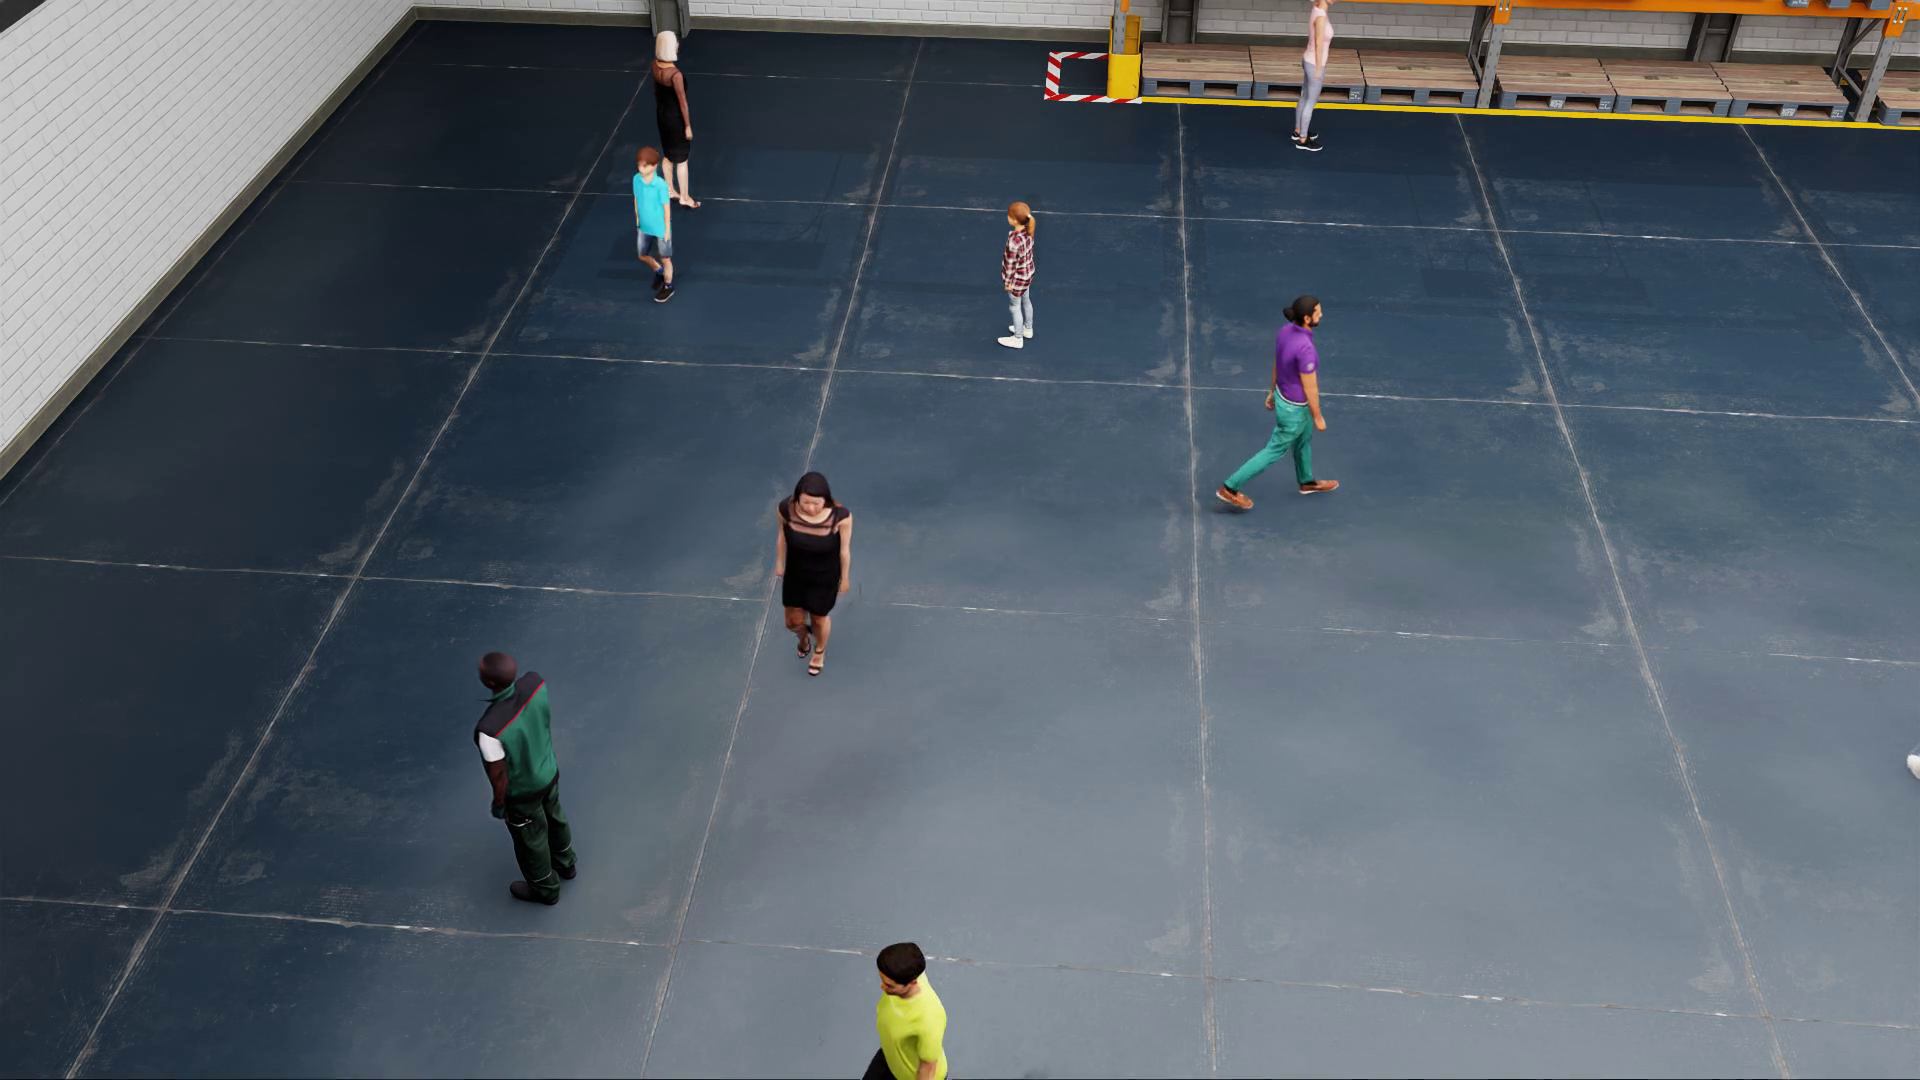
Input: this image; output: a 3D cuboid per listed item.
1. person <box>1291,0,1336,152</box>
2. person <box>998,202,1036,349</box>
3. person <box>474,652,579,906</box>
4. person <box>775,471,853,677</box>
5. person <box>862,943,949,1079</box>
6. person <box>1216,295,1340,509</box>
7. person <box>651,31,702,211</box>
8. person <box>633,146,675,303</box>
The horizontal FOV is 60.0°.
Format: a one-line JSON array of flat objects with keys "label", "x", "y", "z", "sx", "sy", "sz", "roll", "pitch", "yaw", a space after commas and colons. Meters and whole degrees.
[{"label": "person", "x": 3.608, "y": -4.857, "z": 16.953, "sx": 0.525, "sy": 1.721, "sz": 0.567, "roll": 1, "pitch": 39, "yaw": 2}, {"label": "person", "x": 0.508, "y": -2.243, "z": 14.014, "sx": 0.602, "sy": 1.303, "sz": 0.591, "roll": 19, "pitch": 42, "yaw": 22}, {"label": "person", "x": -2.391, "y": 1.300, "z": 9.148, "sx": 0.720, "sy": 1.840, "sz": 0.755, "roll": 15, "pitch": 41, "yaw": 18}, {"label": "person", "x": -0.916, "y": 0.180, "z": 10.668, "sx": 0.600, "sy": 1.693, "sz": 0.757, "roll": 9, "pitch": 39, "yaw": 11}, {"label": "person", "x": -0.167, "y": 2.420, "z": 7.869, "sx": 1.042, "sy": 1.686, "sz": 0.945, "roll": -20, "pitch": 43, "yaw": -23}, {"label": "person", "x": 2.308, "y": -0.954, "z": 12.057, "sx": 1.251, "sy": 1.731, "sz": 0.803, "roll": -4, "pitch": 39, "yaw": -5}, {"label": "person", "x": -2.738, "y": -3.996, "z": 15.855, "sx": 0.724, "sy": 1.746, "sz": 0.655, "roll": -31, "pitch": 48, "yaw": -32}, {"label": "person", "x": -2.650, "y": -2.810, "z": 14.611, "sx": 0.599, "sy": 1.445, "sz": 0.687, "roll": 17, "pitch": 42, "yaw": 20}]
